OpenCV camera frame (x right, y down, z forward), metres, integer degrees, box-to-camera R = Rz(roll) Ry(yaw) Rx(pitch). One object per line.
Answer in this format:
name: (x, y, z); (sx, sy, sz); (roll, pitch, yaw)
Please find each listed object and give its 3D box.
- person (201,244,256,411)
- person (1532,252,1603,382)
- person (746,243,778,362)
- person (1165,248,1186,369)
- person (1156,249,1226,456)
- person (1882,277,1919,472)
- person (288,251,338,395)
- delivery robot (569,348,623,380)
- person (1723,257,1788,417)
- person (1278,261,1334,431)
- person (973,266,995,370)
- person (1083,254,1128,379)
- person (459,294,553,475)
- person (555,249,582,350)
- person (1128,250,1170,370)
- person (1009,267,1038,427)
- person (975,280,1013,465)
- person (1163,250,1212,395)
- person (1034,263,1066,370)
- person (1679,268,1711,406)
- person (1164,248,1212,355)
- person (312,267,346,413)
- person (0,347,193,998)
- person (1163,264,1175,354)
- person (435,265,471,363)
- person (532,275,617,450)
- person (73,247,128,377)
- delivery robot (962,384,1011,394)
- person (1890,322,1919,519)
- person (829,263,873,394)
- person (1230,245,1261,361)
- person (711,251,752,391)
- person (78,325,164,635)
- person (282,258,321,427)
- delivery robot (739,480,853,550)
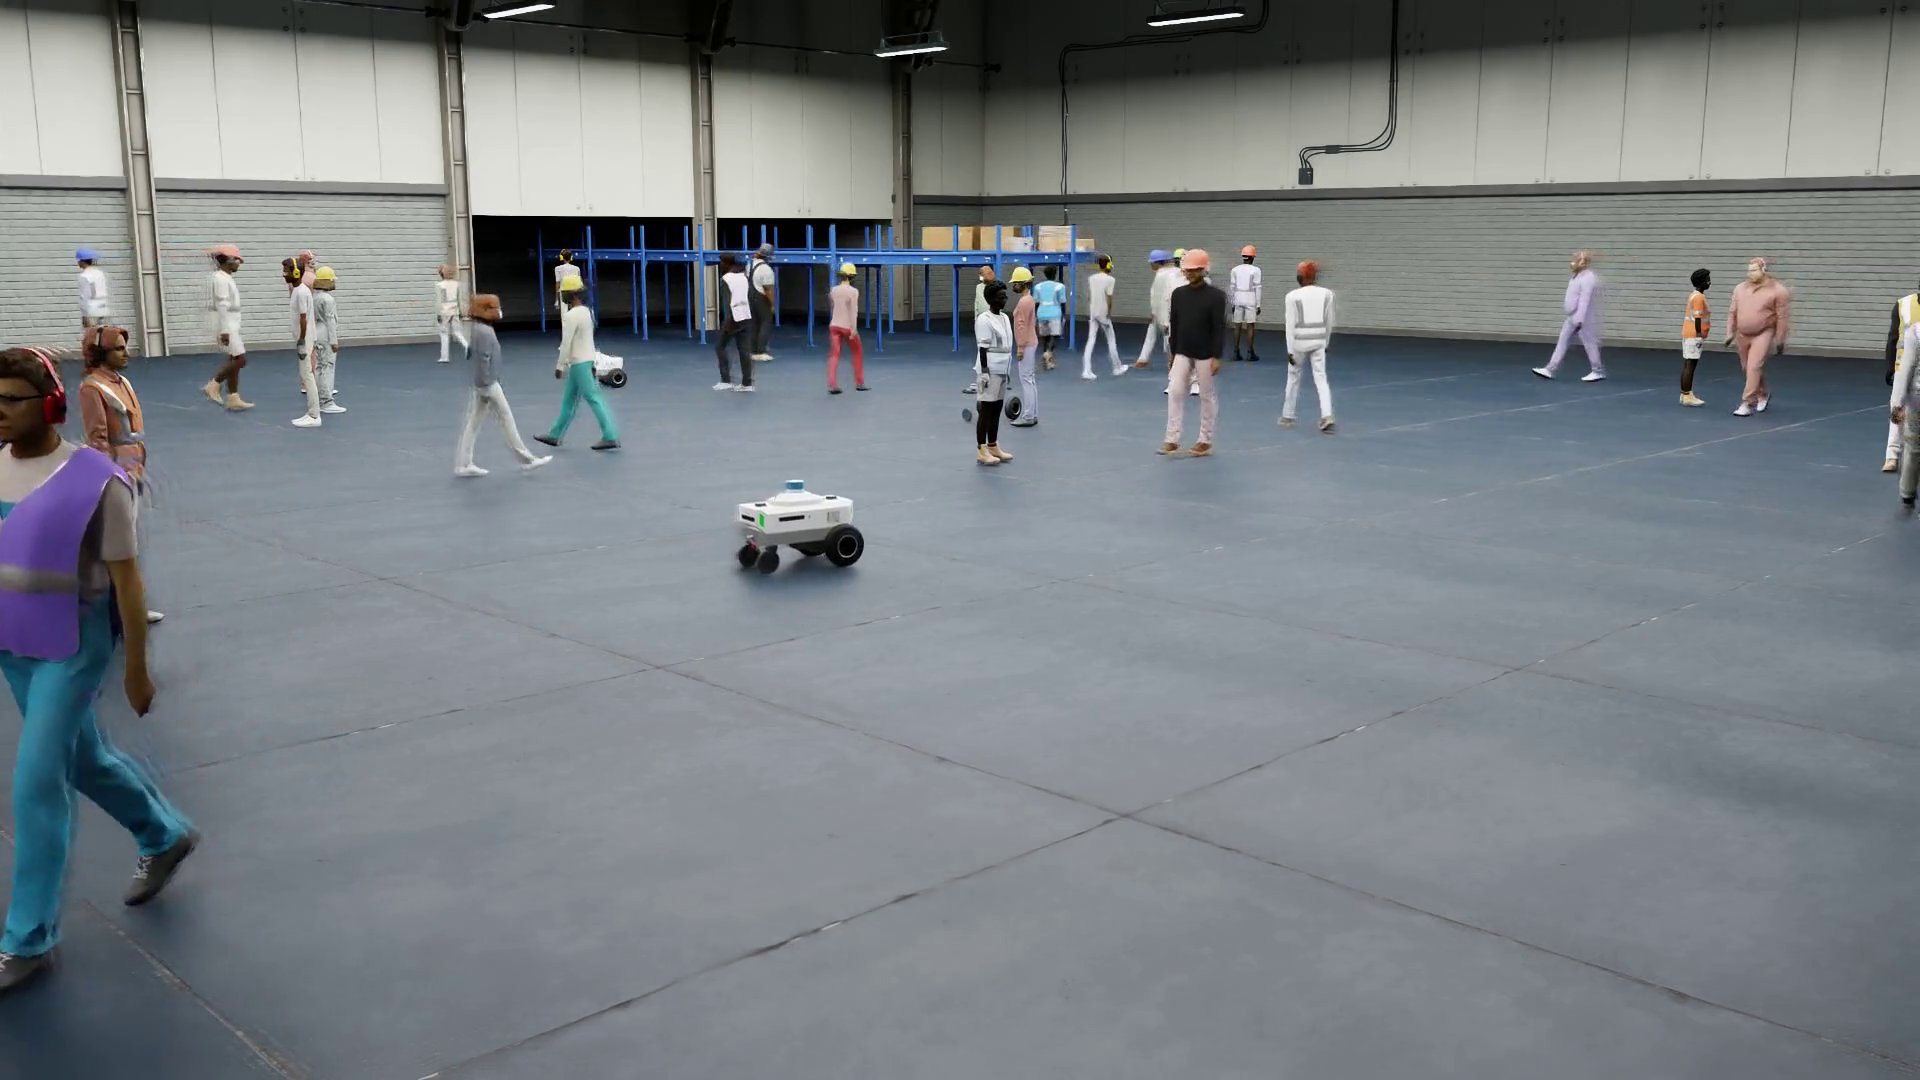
person: (-8.832, -2.552, 20.041); (0.494, 2.004, 0.644); (-3, 11, -17)
person: (8.924, -3.234, 24.159); (1.014, 1.852, 0.670); (0, 10, 0)
person: (-3.343, -4.036, 28.151); (0.533, 2.000, 0.804); (-7, 13, -34)
person: (3.462, -3.696, 26.580); (0.581, 1.902, 0.449); (4, 11, 23)
person: (2.179, -1.762, 15.822); (0.654, 1.964, 0.836); (8, 13, 37)
person: (8.596, -1.516, 14.836); (0.621, 1.845, 0.429); (6, 12, 28)
person: (-8.626, -2.893, 22.172); (0.652, 1.905, 0.409); (8, 13, 37)
delivery robot: (-5.107, -2.452, 23.314); (0.707, 0.478, 0.477); (-6, 12, -30)
person: (9.497, -2.428, 19.778); (0.971, 1.862, 0.630); (-8, 13, -36)
person: (3.822, -2.120, 18.165); (0.587, 1.842, 0.984); (-2, 11, -11)
person: (0.420, -3.467, 26.045); (0.507, 1.631, 0.276); (10, 14, 44)
person: (2.150, -3.330, 24.796); (0.508, 1.820, 0.979); (9, 13, 39)
person: (-4.065, -1.365, 14.673); (0.825, 1.585, 0.523); (-4, 11, -20)
person: (-7.254, -4.445, 30.764); (0.515, 1.865, 0.313); (-8, 13, -38)
person: (3.163, -3.598, 26.102); (0.990, 1.896, 0.608); (1, 10, 6)
person: (0.704, -2.152, 18.544); (0.335, 1.757, 0.517); (1, 10, 6)
person: (0.323, -1.562, 15.482); (0.316, 1.695, 0.542); (5, 12, 26)
person: (3.014, -2.898, 22.201); (0.641, 1.908, 0.407); (5, 11, 23)
person: (1.388, -3.491, 26.066); (0.538, 1.681, 0.652); (5, 11, 25)
person: (9.195, -2.534, 20.782); (0.319, 1.697, 0.533); (3, 11, 17)
person: (3.995, -4.025, 28.397); (0.981, 1.886, 0.633); (-5, 12, -25)
person: (-7.606, -2.409, 19.997); (0.340, 1.737, 0.486); (-9, 14, -40)
person: (-2.658, 0.320, 4.939); (0.573, 1.806, 0.951); (4, 11, 21)
person: (3.799, -4.081, 29.488); (0.530, 1.599, 0.848); (-1, 10, -4)
person: (-8.448, -3.747, 27.616); (0.590, 1.623, 0.524); (7, 12, 34)
person: (-3.817, -1.752, 16.441); (0.897, 1.711, 0.545); (1, 10, 4)
person: (-12.959, -3.416, 24.950); (0.605, 1.934, 0.622); (1, 10, 5)
delivery robot: (0.310, -1.826, 19.193); (0.335, 0.223, 0.698); (8, 13, 39)
person: (7.338, -1.049, 12.502); (0.659, 1.760, 0.939); (3, 11, 18)
person: (-1.505, -2.854, 22.432); (0.529, 1.737, 0.772); (8, 13, 37)
person: (4.858, -4.017, 28.213); (0.549, 1.936, 0.377); (7, 13, 35)
person: (-3.137, -2.980, 22.681); (0.714, 1.888, 0.614); (5, 12, 27)
person: (-4.516, -0.326, 8.899); (0.307, 1.640, 0.519); (-2, 11, -11)
person: (-7.344, -2.204, 18.551); (0.329, 1.865, 0.511); (-4, 11, -21)
delivery robot: (-1.057, -0.145, 10.735); (0.707, 0.478, 0.477); (-7, 13, -33)
